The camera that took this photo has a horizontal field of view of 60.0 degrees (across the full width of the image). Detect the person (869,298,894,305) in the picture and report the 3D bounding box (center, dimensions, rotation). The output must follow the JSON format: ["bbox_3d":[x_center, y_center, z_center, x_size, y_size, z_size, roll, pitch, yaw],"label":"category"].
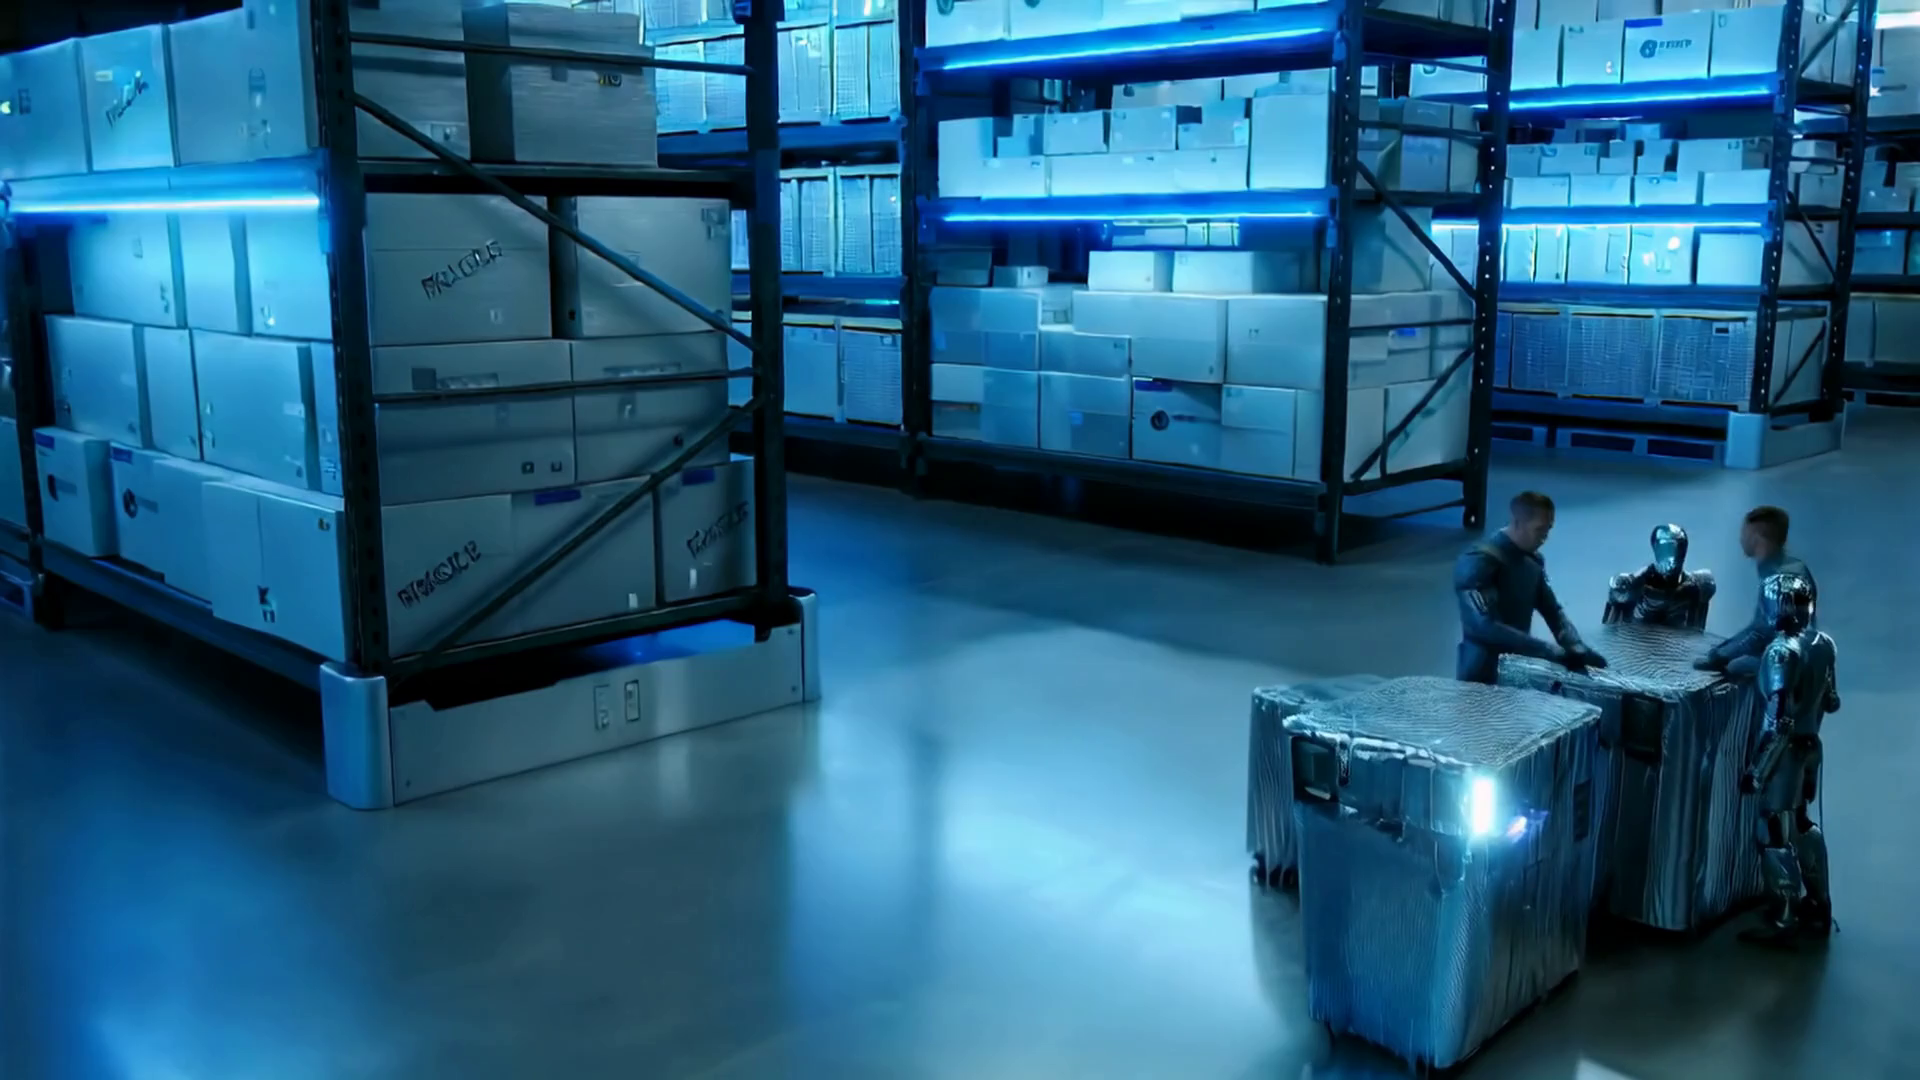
[{"bbox_3d":[-1.047,-2.795,21.667,0.361,1.938,0.545,4,11,19],"label":"person"}]
